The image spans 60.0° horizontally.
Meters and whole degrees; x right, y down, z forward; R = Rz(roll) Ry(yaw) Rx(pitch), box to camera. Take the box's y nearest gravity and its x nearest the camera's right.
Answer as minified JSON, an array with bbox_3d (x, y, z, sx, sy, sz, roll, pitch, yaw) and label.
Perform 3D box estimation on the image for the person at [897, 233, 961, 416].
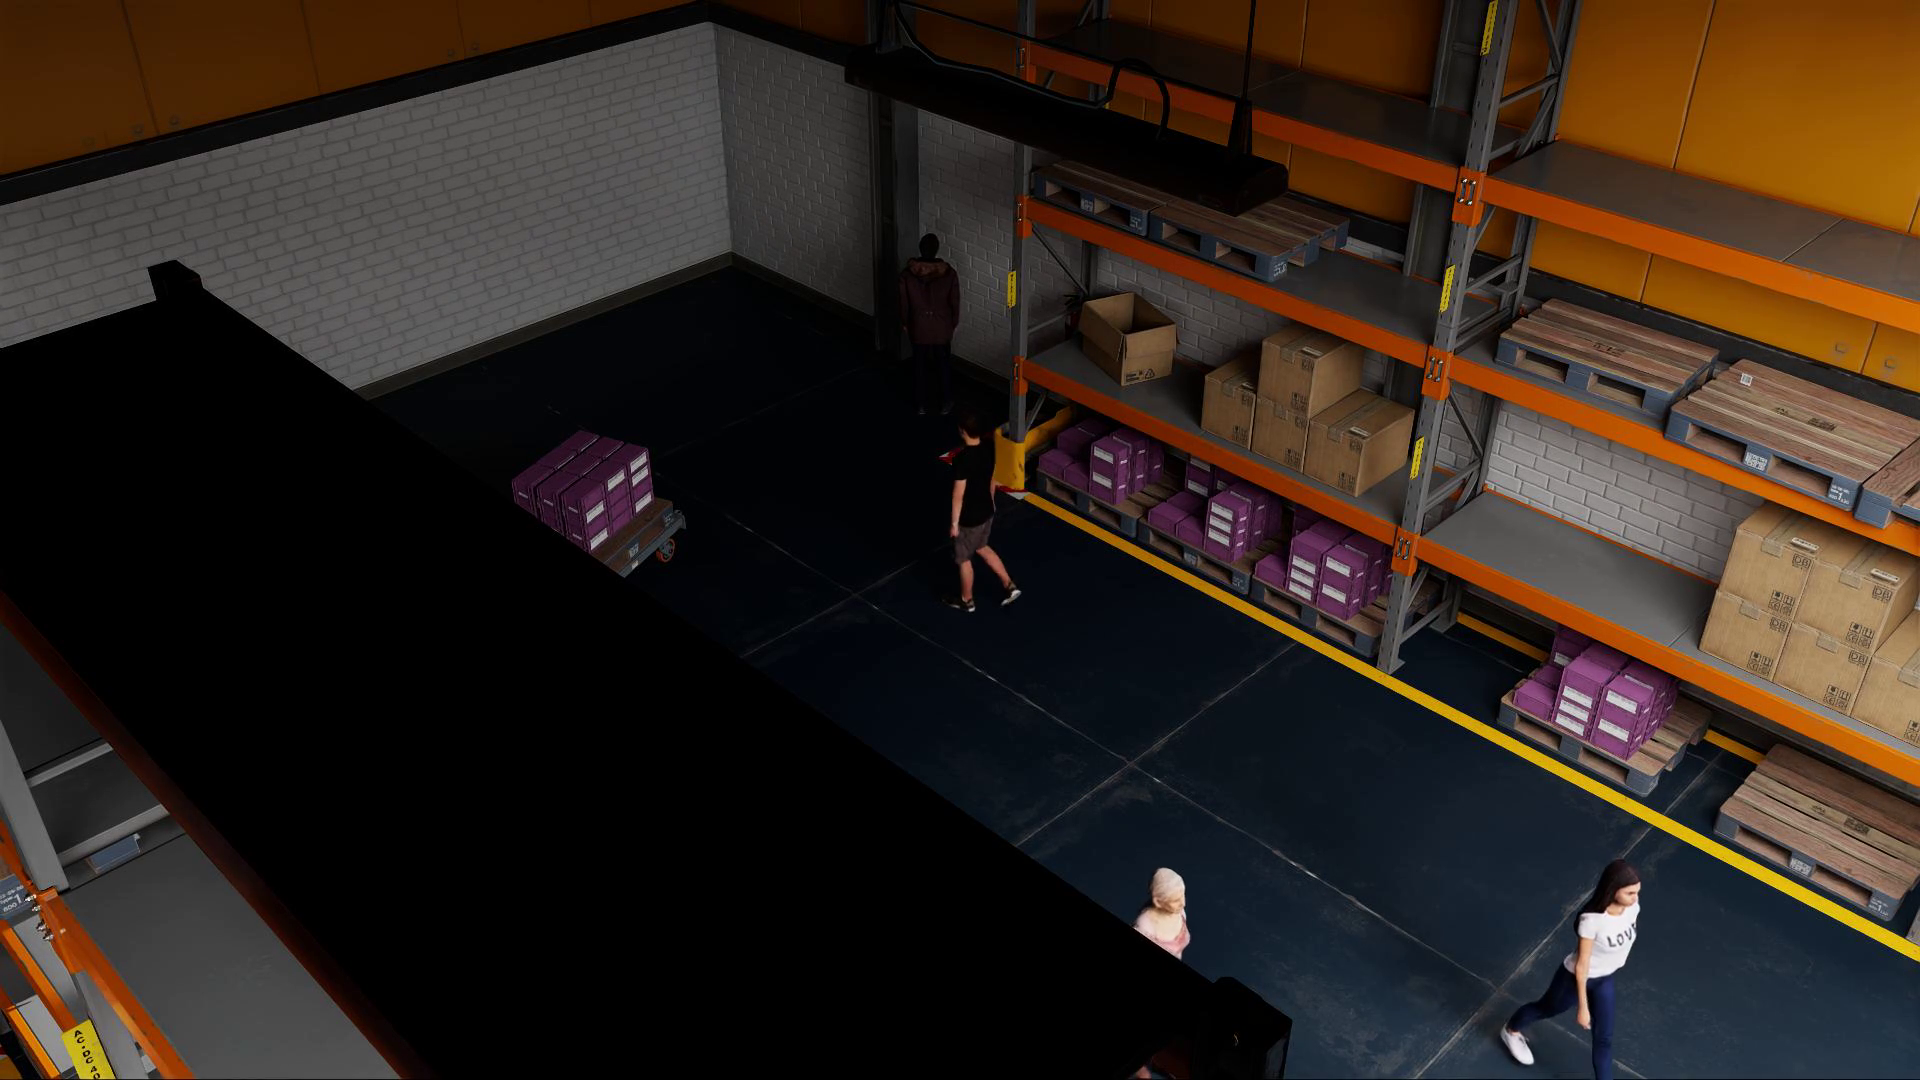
[{"bbox_3d":[-0.287,-2.072,16.047,0.845,1.847,0.922,2,34,4],"label":"person"}]

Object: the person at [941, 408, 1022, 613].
[{"bbox_3d":[0.174,-0.176,13.196,0.986,1.847,0.771,21,39,28],"label":"person"}]

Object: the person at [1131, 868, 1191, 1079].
[{"bbox_3d":[1.027,2.438,9.415,0.713,1.677,0.655,25,41,32],"label":"person"}]

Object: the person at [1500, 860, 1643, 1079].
[{"bbox_3d":[3.427,2.442,9.366,0.855,1.725,1.205,-16,37,-22],"label":"person"}]
